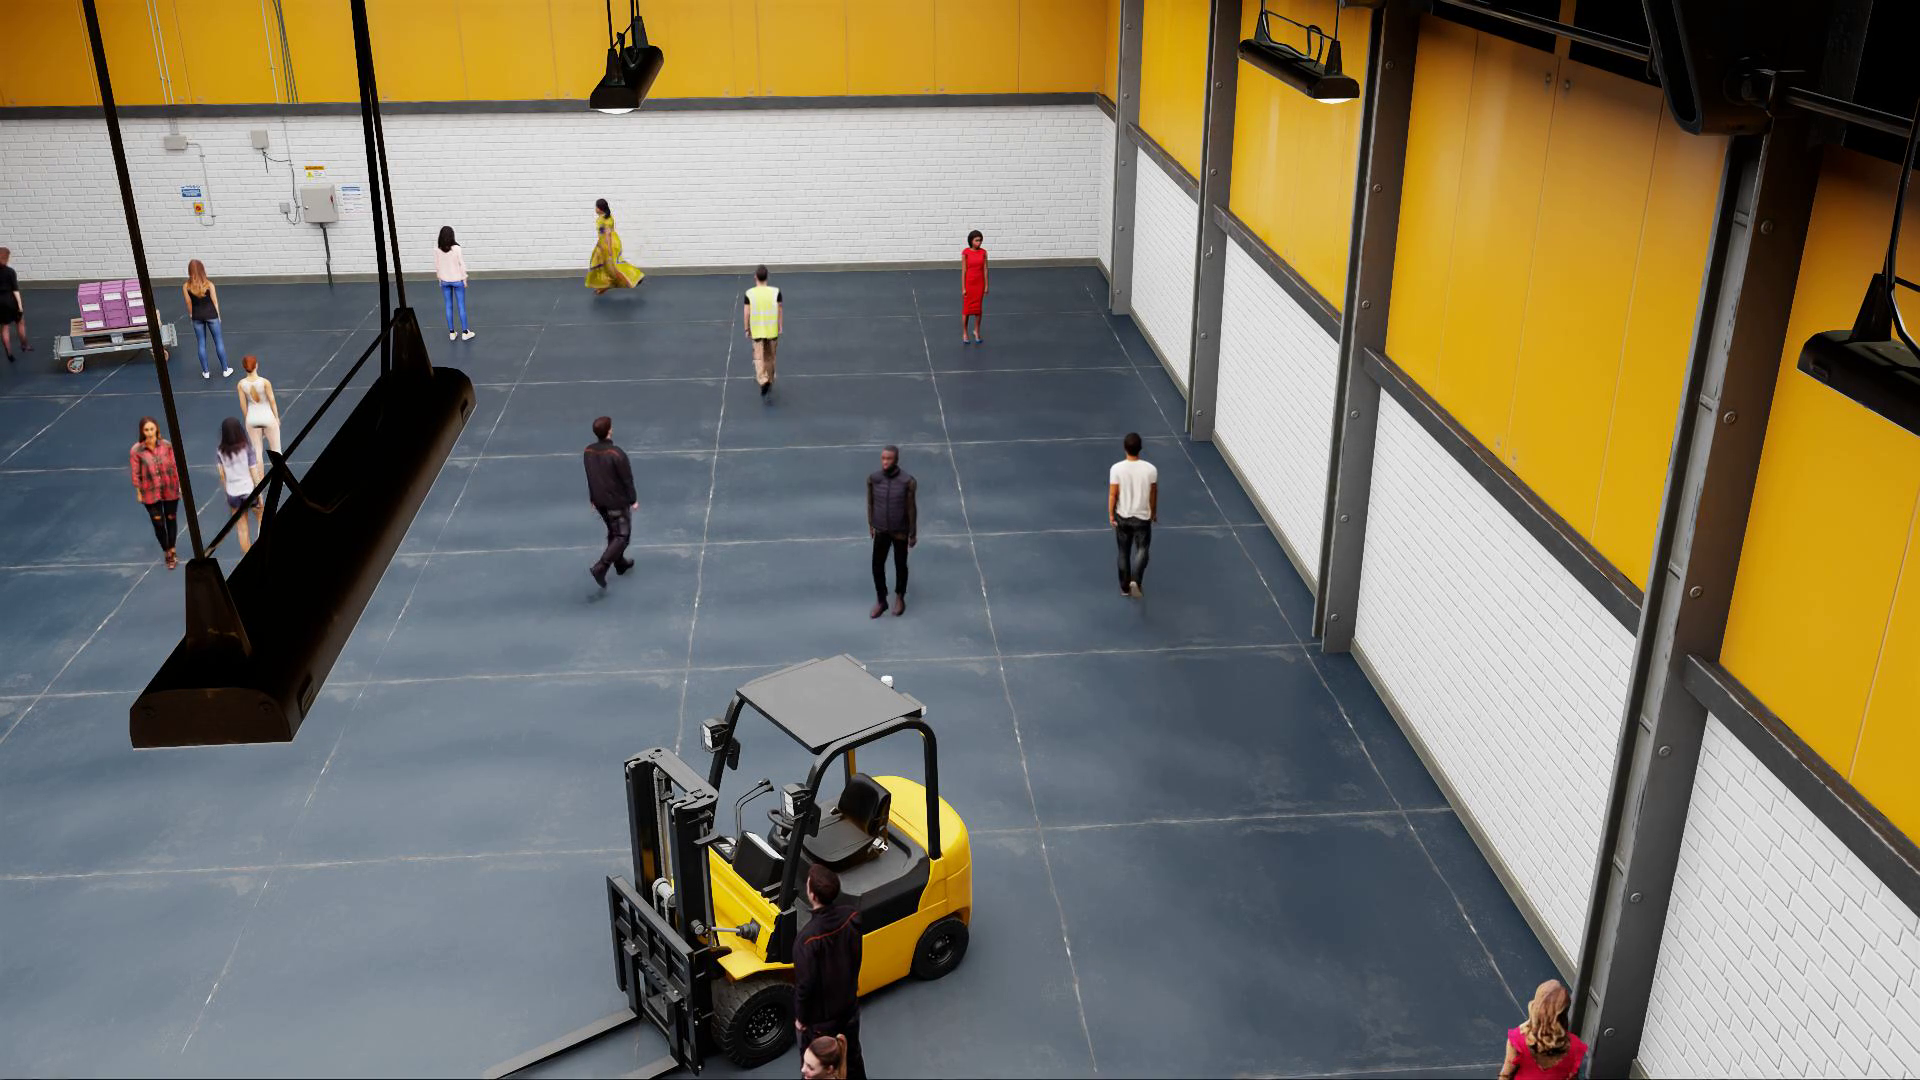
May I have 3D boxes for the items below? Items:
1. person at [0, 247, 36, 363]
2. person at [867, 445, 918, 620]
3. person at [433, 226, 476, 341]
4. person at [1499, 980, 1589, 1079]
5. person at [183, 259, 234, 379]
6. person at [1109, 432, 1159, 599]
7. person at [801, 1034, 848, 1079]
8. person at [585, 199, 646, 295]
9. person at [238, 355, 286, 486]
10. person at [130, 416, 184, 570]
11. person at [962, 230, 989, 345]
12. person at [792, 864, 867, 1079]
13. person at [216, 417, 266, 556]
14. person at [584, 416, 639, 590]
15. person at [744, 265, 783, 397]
[{"bbox_3d":[-14.057,-3.428,24.509,0.750,1.666,0.938,0,24,0],"label":"person"},{"bbox_3d":[-0.643,-0.117,16.743,0.820,1.821,0.839,5,24,12],"label":"person"},{"bbox_3d":[-7.820,-3.963,25.604,0.692,1.769,0.624,3,24,8],"label":"person"},{"bbox_3d":[3.203,3.216,9.251,0.718,1.714,0.882,5,24,10],"label":"person"},{"bbox_3d":[-10.835,-3.182,23.876,0.628,1.724,0.583,-6,24,-14],"label":"person"},{"bbox_3d":[1.769,-0.212,16.989,0.762,1.797,0.926,3,24,6],"label":"person"},{"bbox_3d":[-0.696,3.360,8.961,0.776,1.683,0.669,-16,28,-33],"label":"person"},{"bbox_3d":[-5.824,-4.931,28.011,1.043,1.616,1.264,-7,25,-17],"label":"person"},{"bbox_3d":[-8.394,-1.434,19.977,0.570,1.644,0.508,-5,24,-10],"label":"person"},{"bbox_3d":[-8.613,-0.543,17.883,0.782,1.688,0.836,-16,28,-32],"label":"person"},{"bbox_3d":[0.202,-3.878,25.446,0.619,1.741,0.572,-7,25,-16],"label":"person"},{"bbox_3d":[-0.802,2.782,9.996,0.823,1.912,0.772,20,30,38],"label":"person"},{"bbox_3d":[-7.607,-0.444,17.616,0.595,1.721,0.592,-4,24,-8],"label":"person"},{"bbox_3d":[-3.674,-0.371,17.331,1.074,1.814,1.189,13,27,27],"label":"person"},{"bbox_3d":[-2.708,-2.877,23.048,0.848,1.827,1.090,-8,25,-17],"label":"person"}]
